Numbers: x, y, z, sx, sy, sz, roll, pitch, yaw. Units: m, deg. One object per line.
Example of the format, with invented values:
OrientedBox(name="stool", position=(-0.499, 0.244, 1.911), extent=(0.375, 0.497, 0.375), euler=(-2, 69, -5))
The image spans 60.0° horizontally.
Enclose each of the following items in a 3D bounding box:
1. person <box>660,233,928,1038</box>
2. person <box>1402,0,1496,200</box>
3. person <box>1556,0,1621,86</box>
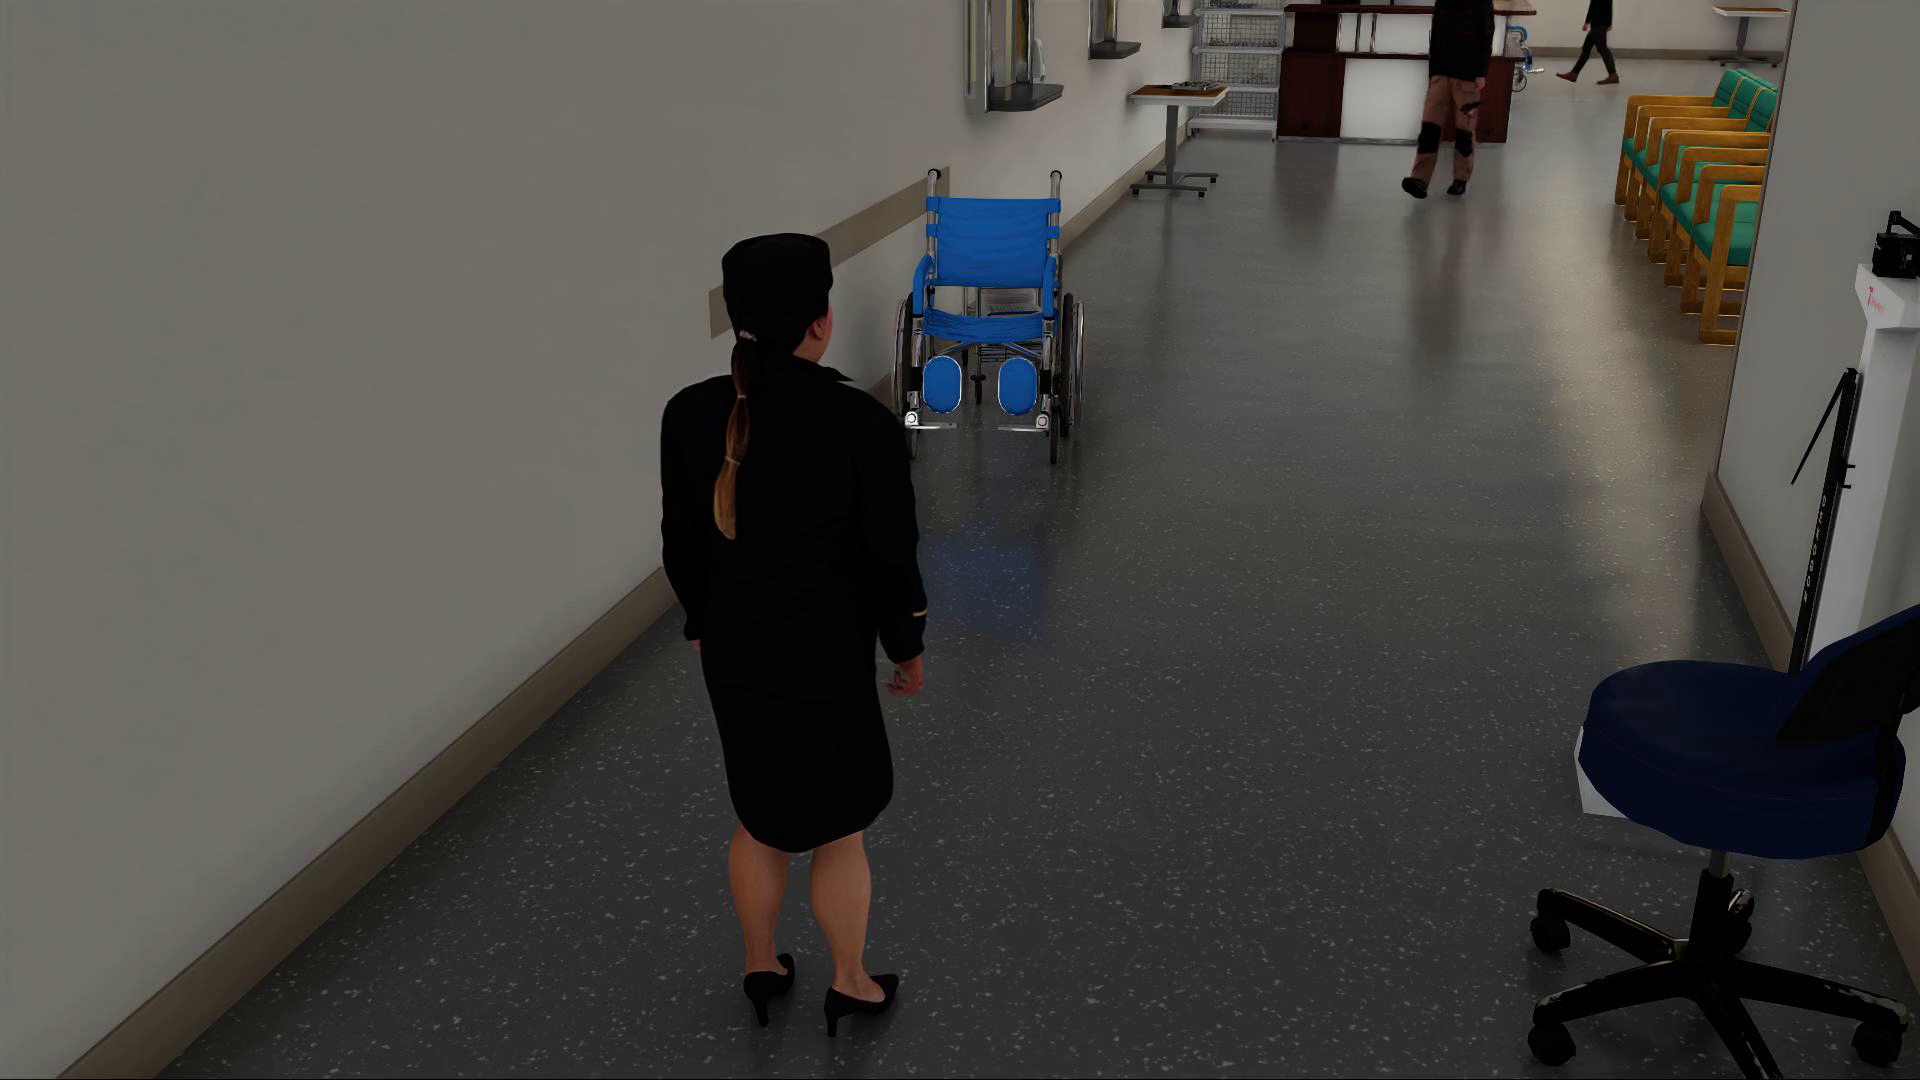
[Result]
OrientedBox(name="person", position=(-0.333, 0.238, 3.308), extent=(0.588, 1.671, 0.772), euler=(8, 22, 20))
OrientedBox(name="person", position=(4.039, -3.688, 13.381), extent=(1.224, 1.878, 1.052), euler=(14, 25, 32))
OrientedBox(name="person", position=(8.565, -6.876, 22.082), extent=(1.175, 1.677, 0.884), euler=(13, 24, 31))
